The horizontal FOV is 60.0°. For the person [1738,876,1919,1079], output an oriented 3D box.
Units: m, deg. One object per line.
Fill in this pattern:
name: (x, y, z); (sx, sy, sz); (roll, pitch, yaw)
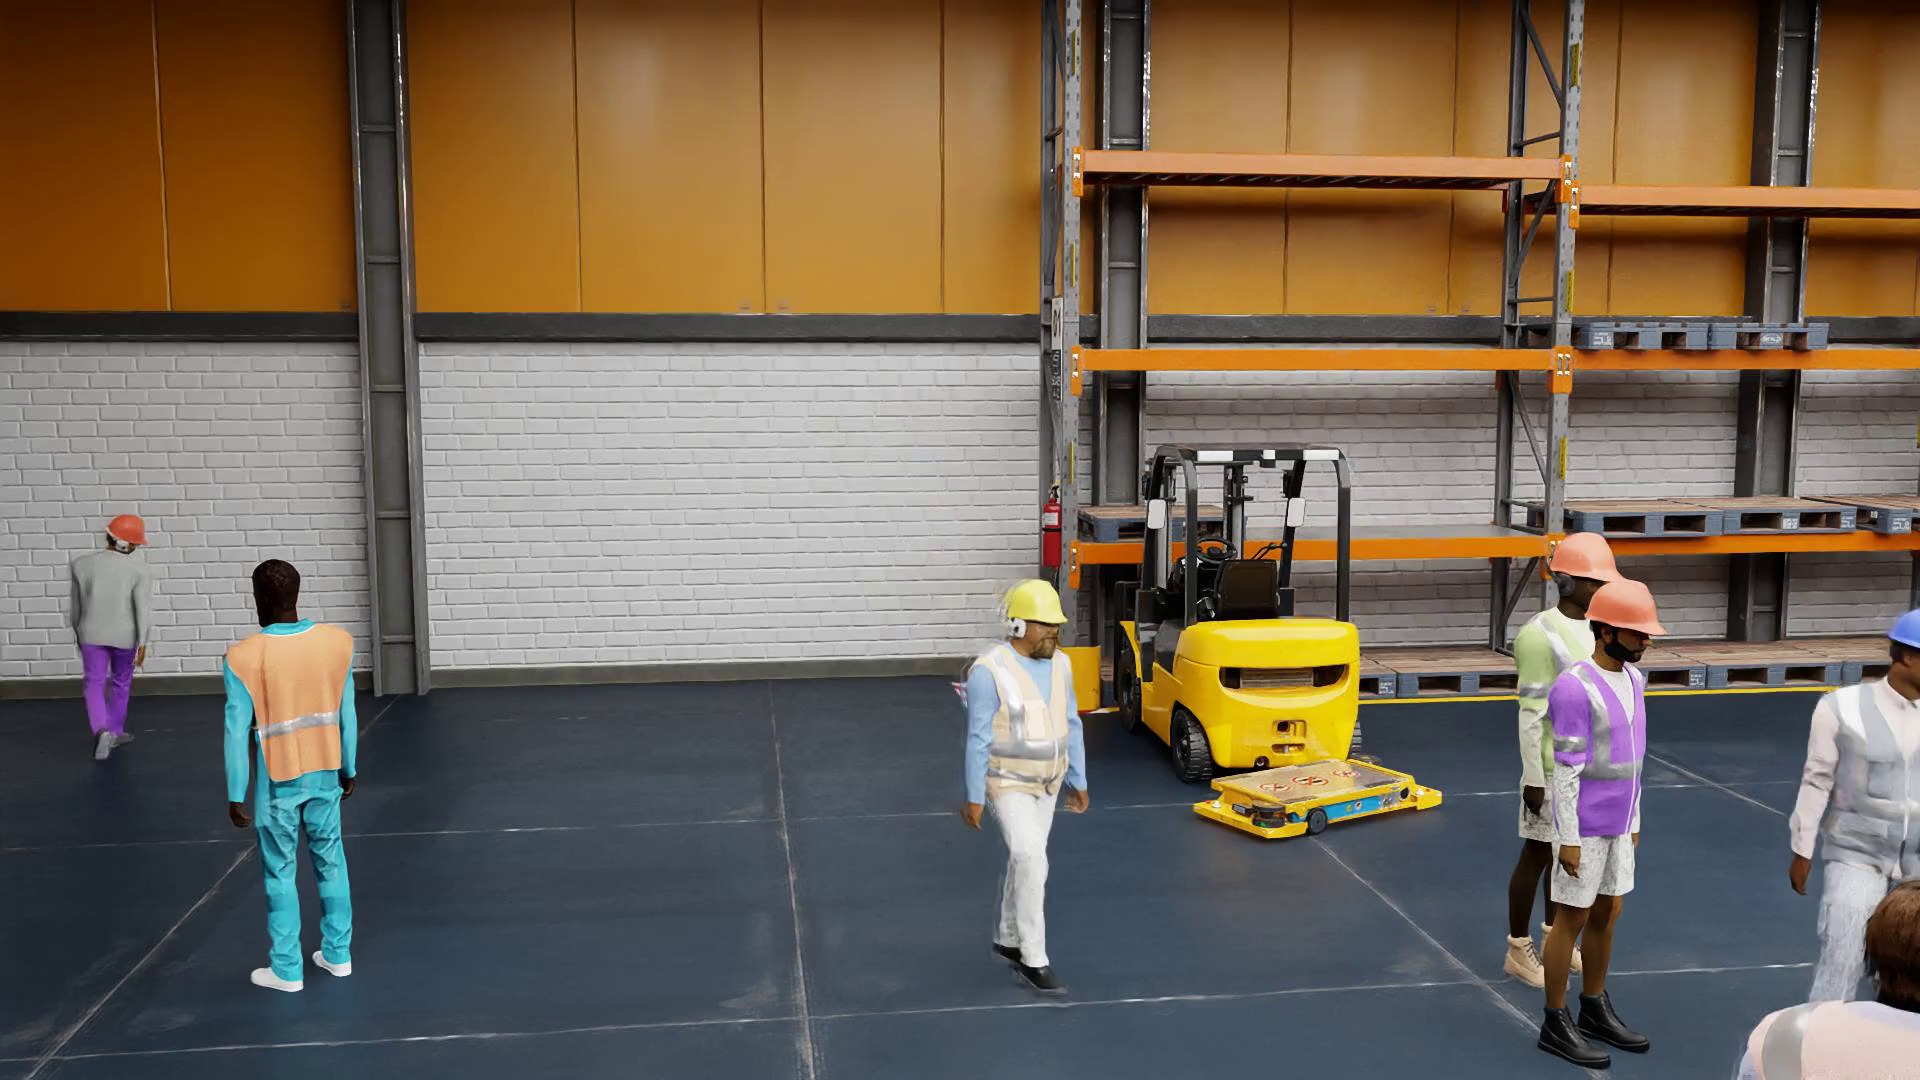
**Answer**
person: (1.842, 1.543, 3.219); (0.513, 1.828, 0.648); (-6, 9, -41)

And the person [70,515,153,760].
person: (-5.898, 0.661, 11.581); (0.568, 1.682, 0.732); (-2, 7, -16)

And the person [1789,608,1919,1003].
person: (3.445, 1.185, 6.158); (0.648, 1.894, 0.702); (1, 7, 13)

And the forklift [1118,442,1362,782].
forklift: (1.912, 0.418, 11.496); (1.214, 2.155, 2.313); (-1, 7, -8)

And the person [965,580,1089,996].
person: (0.369, 1.082, 7.352); (0.617, 1.805, 0.701); (-6, 9, -44)

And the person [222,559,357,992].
person: (-2.932, 1.035, 7.336); (0.404, 1.908, 0.599); (6, 9, 41)

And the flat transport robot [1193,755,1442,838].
flat transport robot: (2.171, 1.535, 10.056); (1.431, 0.197, 0.652); (-4, 8, -32)

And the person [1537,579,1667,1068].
person: (2.560, 1.111, 6.599); (0.544, 1.929, 0.388); (-5, 8, -38)

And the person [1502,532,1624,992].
person: (2.696, 0.974, 7.352); (0.604, 2.034, 0.417); (-5, 8, -39)
